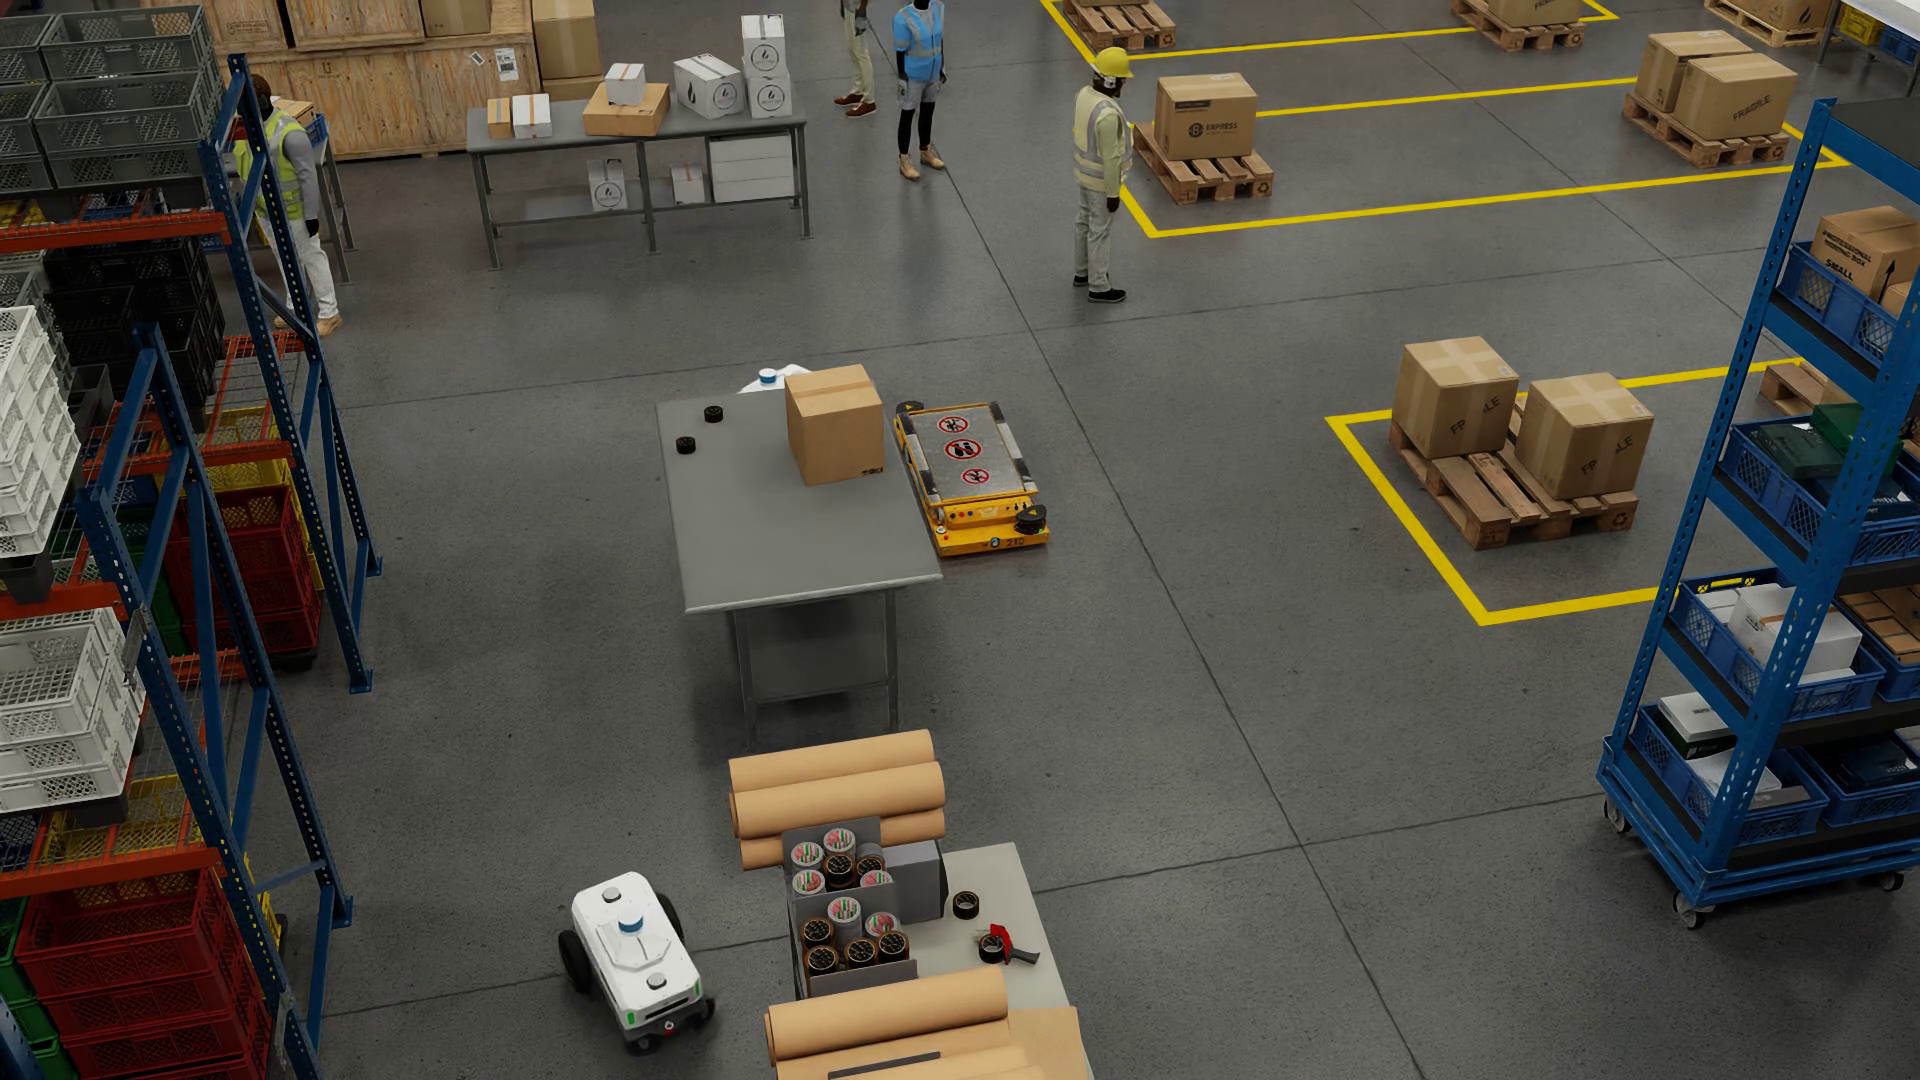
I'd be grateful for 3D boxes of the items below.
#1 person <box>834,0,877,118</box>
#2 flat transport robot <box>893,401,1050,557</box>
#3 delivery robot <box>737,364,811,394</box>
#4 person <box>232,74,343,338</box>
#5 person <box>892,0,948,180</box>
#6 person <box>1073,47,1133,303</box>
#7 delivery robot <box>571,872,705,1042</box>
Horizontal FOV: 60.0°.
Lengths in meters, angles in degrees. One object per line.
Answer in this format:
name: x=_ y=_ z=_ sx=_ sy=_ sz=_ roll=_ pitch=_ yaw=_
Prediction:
person: x=-0.930 y=-4.604 z=14.394 sx=0.319 sy=1.863 sz=0.521 roll=-12 pitch=38 yaw=-16
flat transport robot: x=0.046 y=-0.430 z=10.108 sx=0.652 sy=0.197 sz=1.431 roll=-8 pitch=37 yaw=-10
delivery robot: x=-1.177 y=-0.836 z=10.342 sx=0.477 sy=0.478 sz=0.707 roll=27 pitch=44 yaw=31
person: x=-4.592 y=-2.254 z=11.255 sx=0.634 sy=1.839 sz=0.429 roll=18 pitch=40 yaw=23
person: x=-0.315 y=-3.771 z=13.411 sx=0.536 sy=1.696 sz=0.321 roll=-30 pitch=46 yaw=-34
person: x=0.999 y=-2.557 z=11.676 sx=0.403 sy=1.823 sz=0.588 roll=-11 pitch=38 yaw=-14
delivery robot: x=-1.343 y=1.719 z=6.909 sx=0.477 sy=0.478 sz=0.707 roll=-19 pitch=41 yaw=-23
